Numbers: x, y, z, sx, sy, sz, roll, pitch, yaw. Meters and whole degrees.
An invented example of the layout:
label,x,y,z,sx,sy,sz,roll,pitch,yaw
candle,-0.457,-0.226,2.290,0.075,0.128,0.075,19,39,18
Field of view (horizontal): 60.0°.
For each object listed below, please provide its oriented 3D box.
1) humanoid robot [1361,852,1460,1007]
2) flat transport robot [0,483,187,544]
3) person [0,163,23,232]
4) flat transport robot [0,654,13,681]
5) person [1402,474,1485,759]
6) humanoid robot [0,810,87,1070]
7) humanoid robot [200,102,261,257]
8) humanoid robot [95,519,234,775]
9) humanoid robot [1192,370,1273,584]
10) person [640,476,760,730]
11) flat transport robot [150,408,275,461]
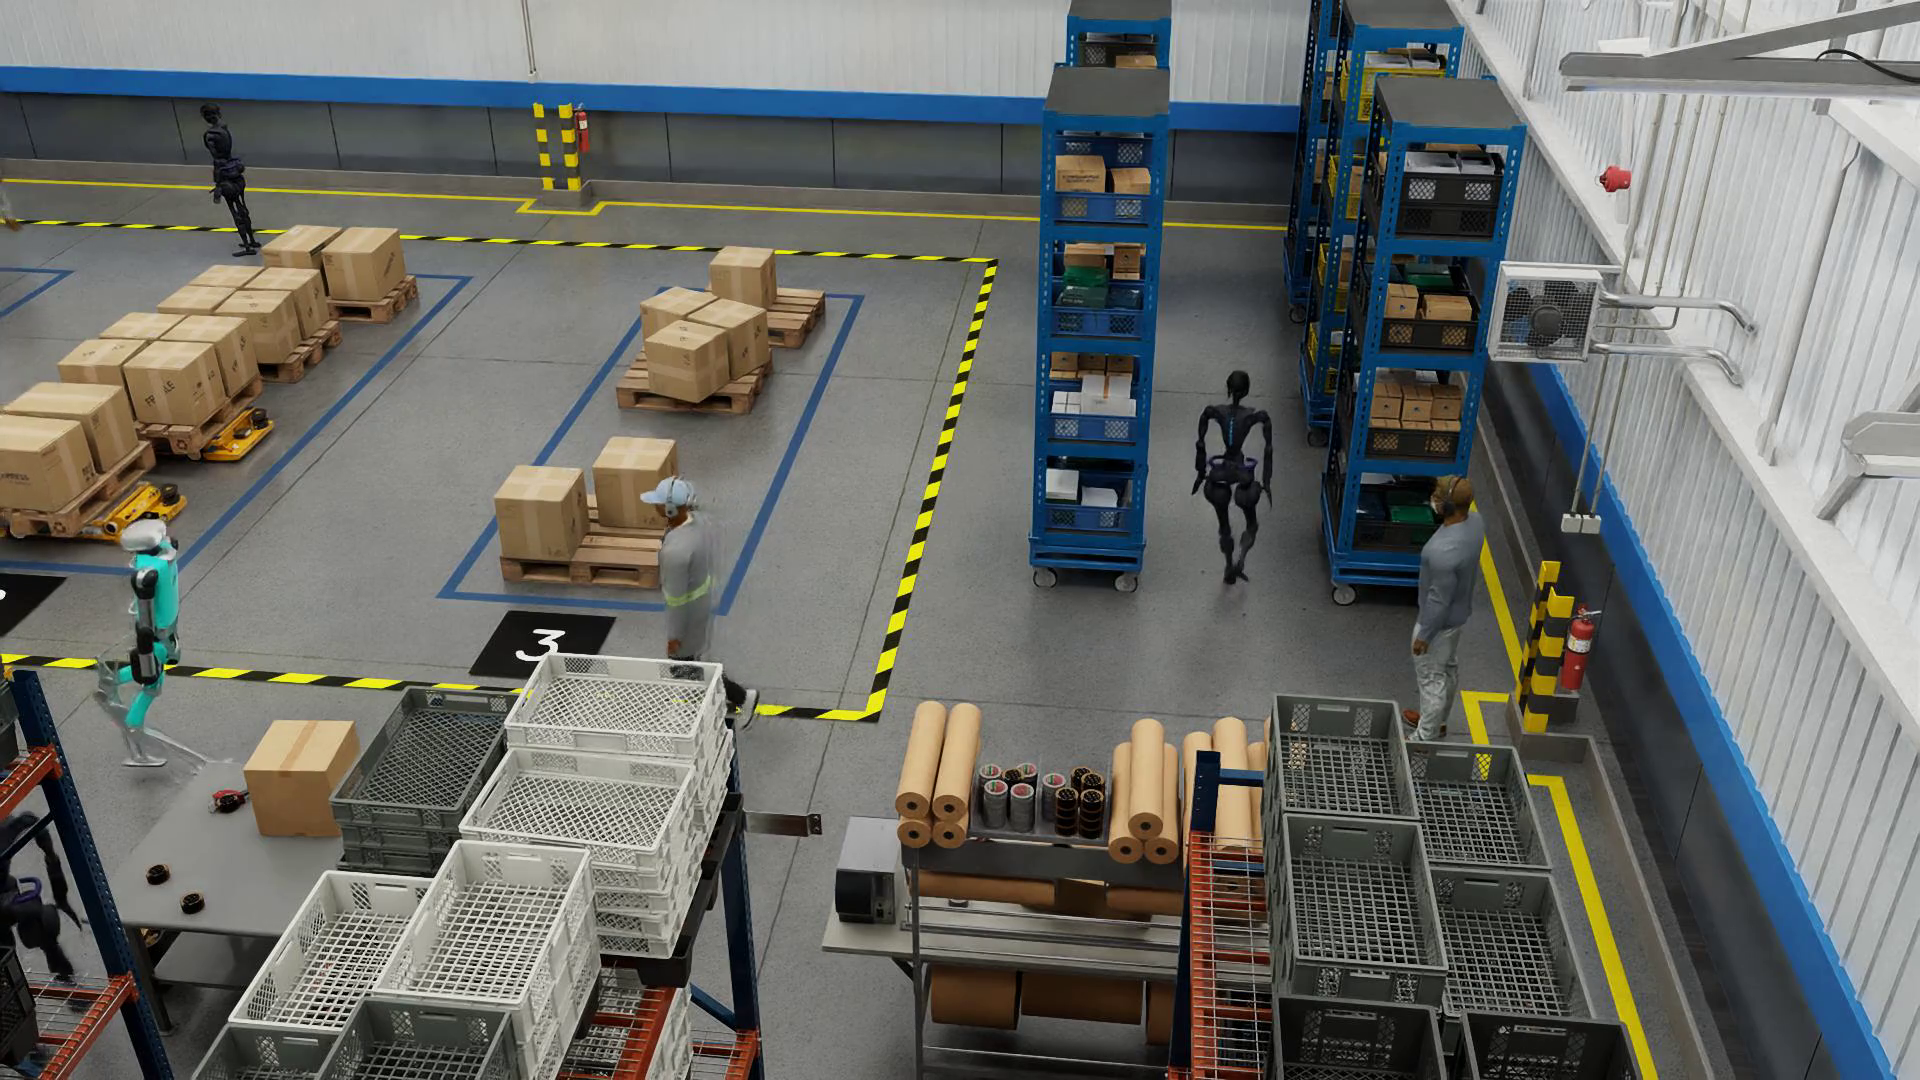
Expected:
label,x,y,z,sx,sy,sz,roll,pitch,yaw
humanoid robot,2.189,2.039,7.801,0.609,1.630,0.672,24,38,35
flat transport robot,-6.933,-0.247,13.070,1.431,0.197,0.652,3,30,6
person,-11.139,-4.419,18.698,0.921,1.852,0.591,18,35,28
flat transport robot,-7.142,0.969,11.010,1.431,0.231,0.659,3,30,6
person,2.945,0.470,10.207,0.360,1.938,0.630,18,35,28
humanoid robot,-4.670,1.846,8.145,0.591,1.636,0.680,-16,34,-25
humanoid robot,-7.909,-3.901,17.963,0.315,1.653,0.599,-2,30,-4
humanoid robot,-4.962,0.698,9.997,0.917,1.740,0.541,-3,30,-6
humanoid robot,1.962,-0.415,11.997,0.593,1.642,0.461,10,32,16
person,-1.647,0.432,10.371,0.654,1.835,0.587,0,30,0
flat transport robot,-6.728,-0.944,14.268,1.431,0.197,0.652,3,30,6
